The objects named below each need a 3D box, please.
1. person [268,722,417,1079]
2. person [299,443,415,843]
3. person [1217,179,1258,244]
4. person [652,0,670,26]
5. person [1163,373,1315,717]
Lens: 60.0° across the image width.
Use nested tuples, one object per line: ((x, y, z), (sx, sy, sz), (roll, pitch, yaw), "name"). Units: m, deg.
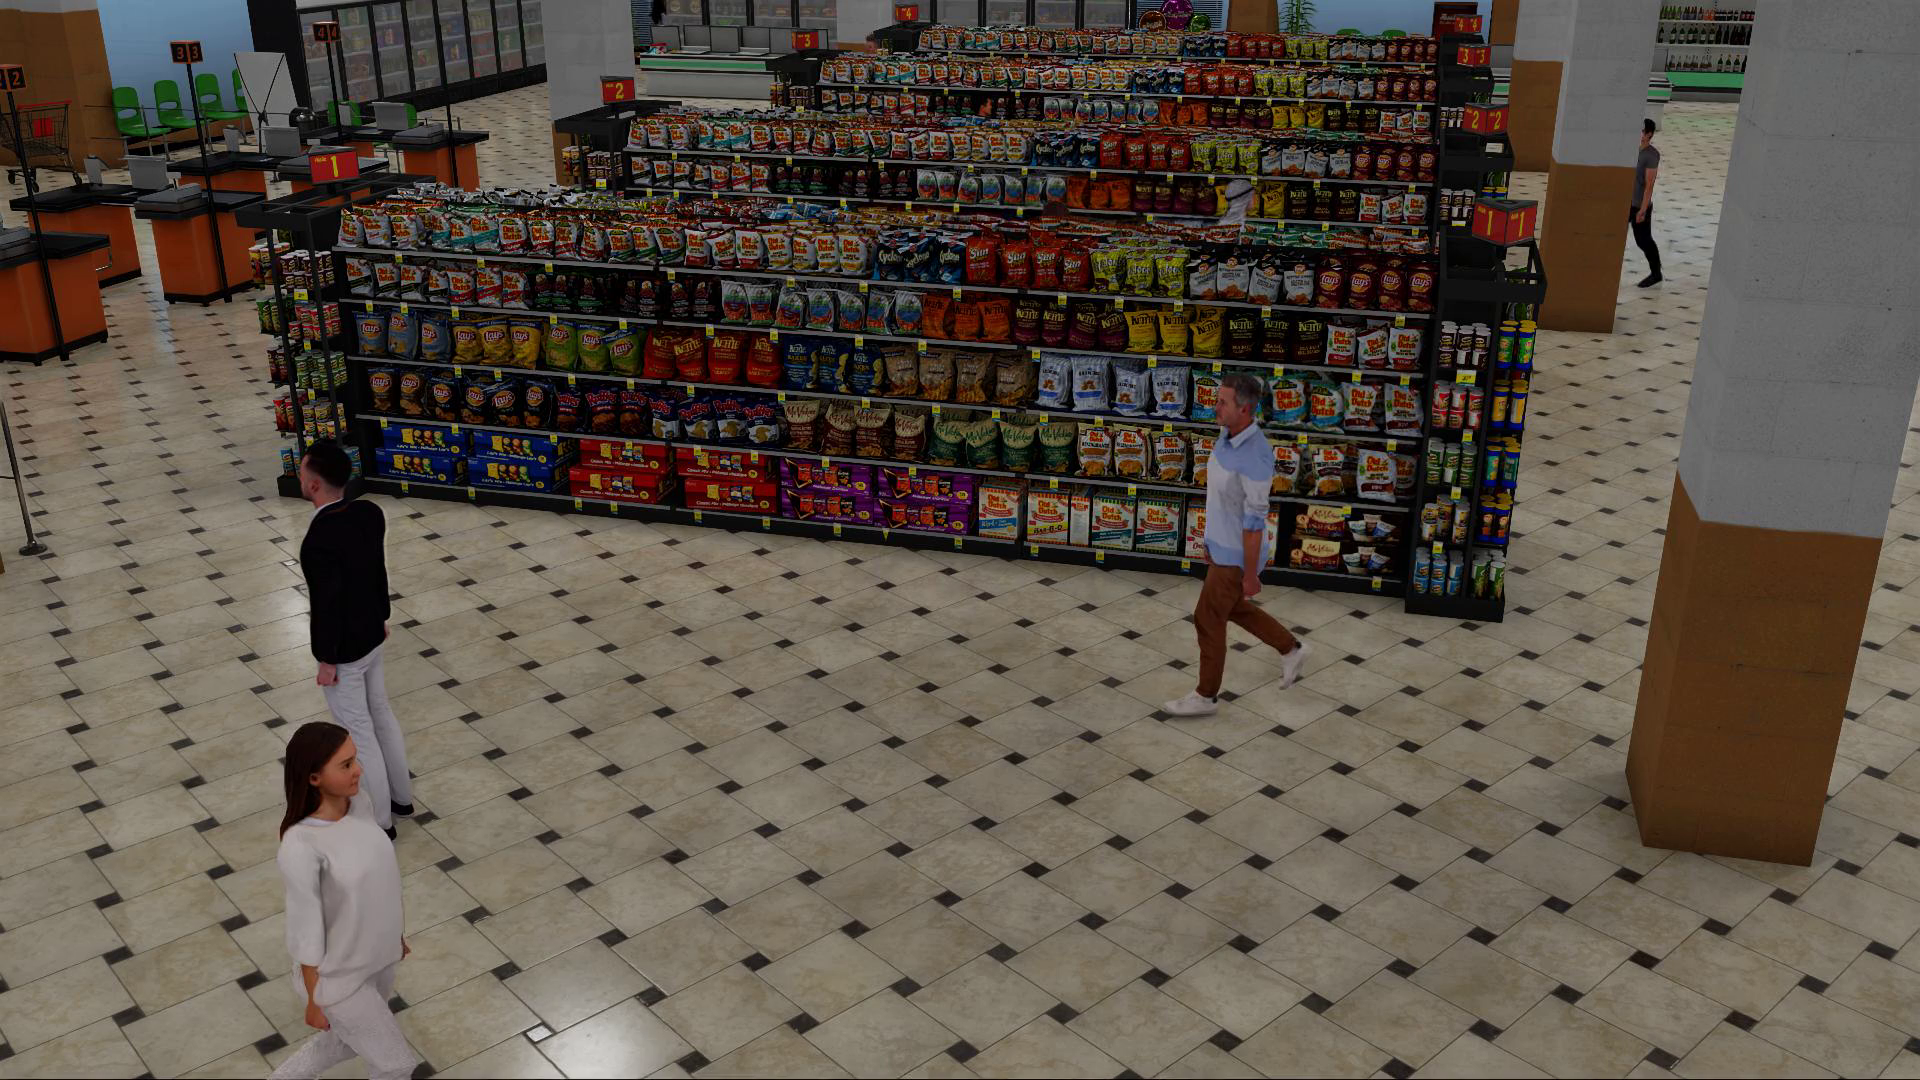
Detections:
((-2.017, 1.345, 5.293), (1.097, 1.661, 0.718), (2, 22, 5), "person")
((-2.647, 0.455, 7.262), (0.562, 1.843, 0.679), (4, 22, 9), "person")
((2.024, -1.799, 12.786), (1.032, 1.907, 0.763), (3, 22, 6), "person")
((-6.082, -10.071, 33.617), (0.777, 1.727, 0.888), (16, 27, 34), "person")
((1.458, 0.033, 8.366), (1.125, 1.804, 0.880), (-1, 22, -3), "person")
